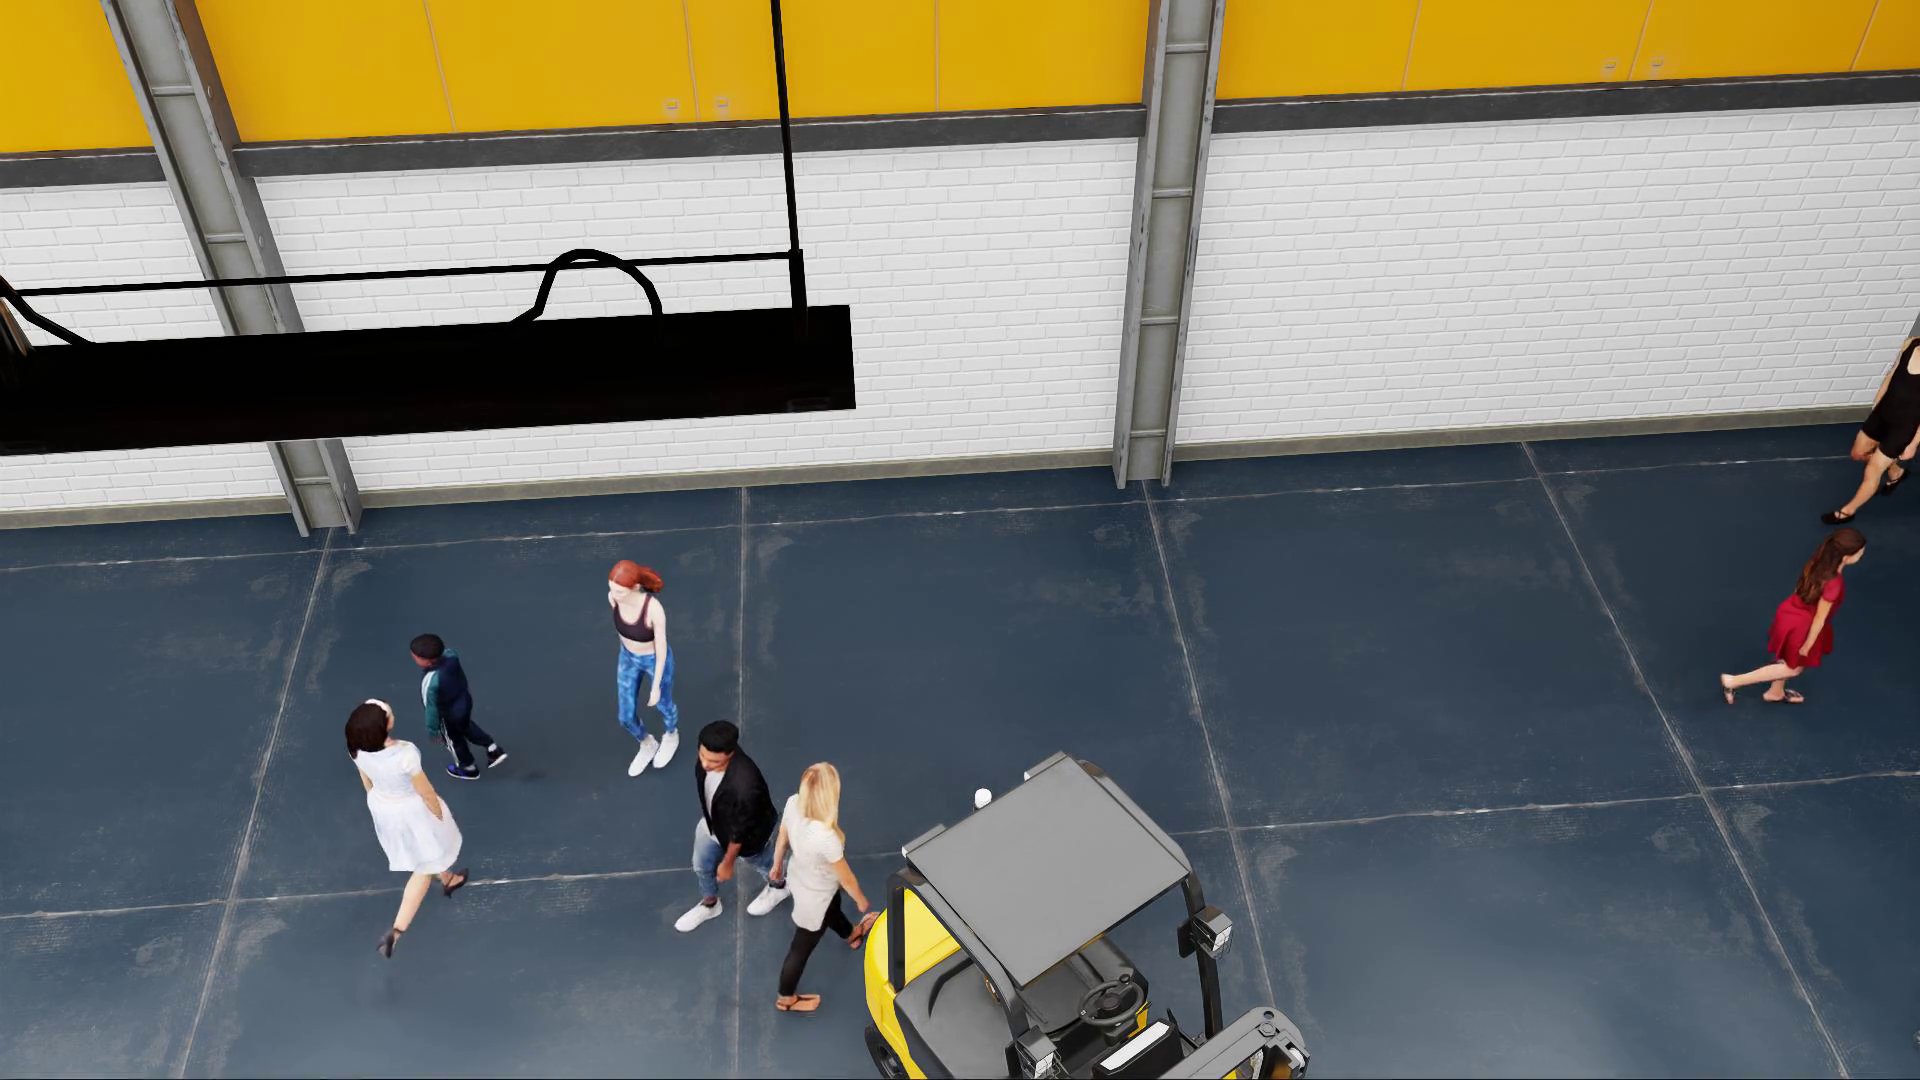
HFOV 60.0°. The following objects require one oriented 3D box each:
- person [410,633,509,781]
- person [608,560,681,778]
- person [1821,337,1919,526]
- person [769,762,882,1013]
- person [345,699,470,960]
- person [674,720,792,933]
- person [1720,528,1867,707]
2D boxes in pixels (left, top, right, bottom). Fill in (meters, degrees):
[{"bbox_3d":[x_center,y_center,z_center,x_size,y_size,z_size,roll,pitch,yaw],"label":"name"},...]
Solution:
[{"bbox_3d":[-3.031,1.024,10.088,0.709,1.243,0.636,8,44,8],"label":"person"},{"bbox_3d":[-1.828,0.714,10.031,0.700,1.771,0.749,17,46,17],"label":"person"},{"bbox_3d":[6.639,-0.837,11.637,0.958,1.801,0.743,-10,45,-10],"label":"person"},{"bbox_3d":[-0.857,1.894,8.782,1.144,1.786,0.993,-26,49,-25],"label":"person"},{"bbox_3d":[-3.064,1.591,9.093,1.101,1.794,0.990,13,45,14],"label":"person"},{"bbox_3d":[-1.139,1.525,9.180,1.084,1.770,0.975,-28,50,-26],"label":"person"},{"bbox_3d":[5.211,0.512,10.410,0.883,1.540,0.614,2,44,3],"label":"person"}]
